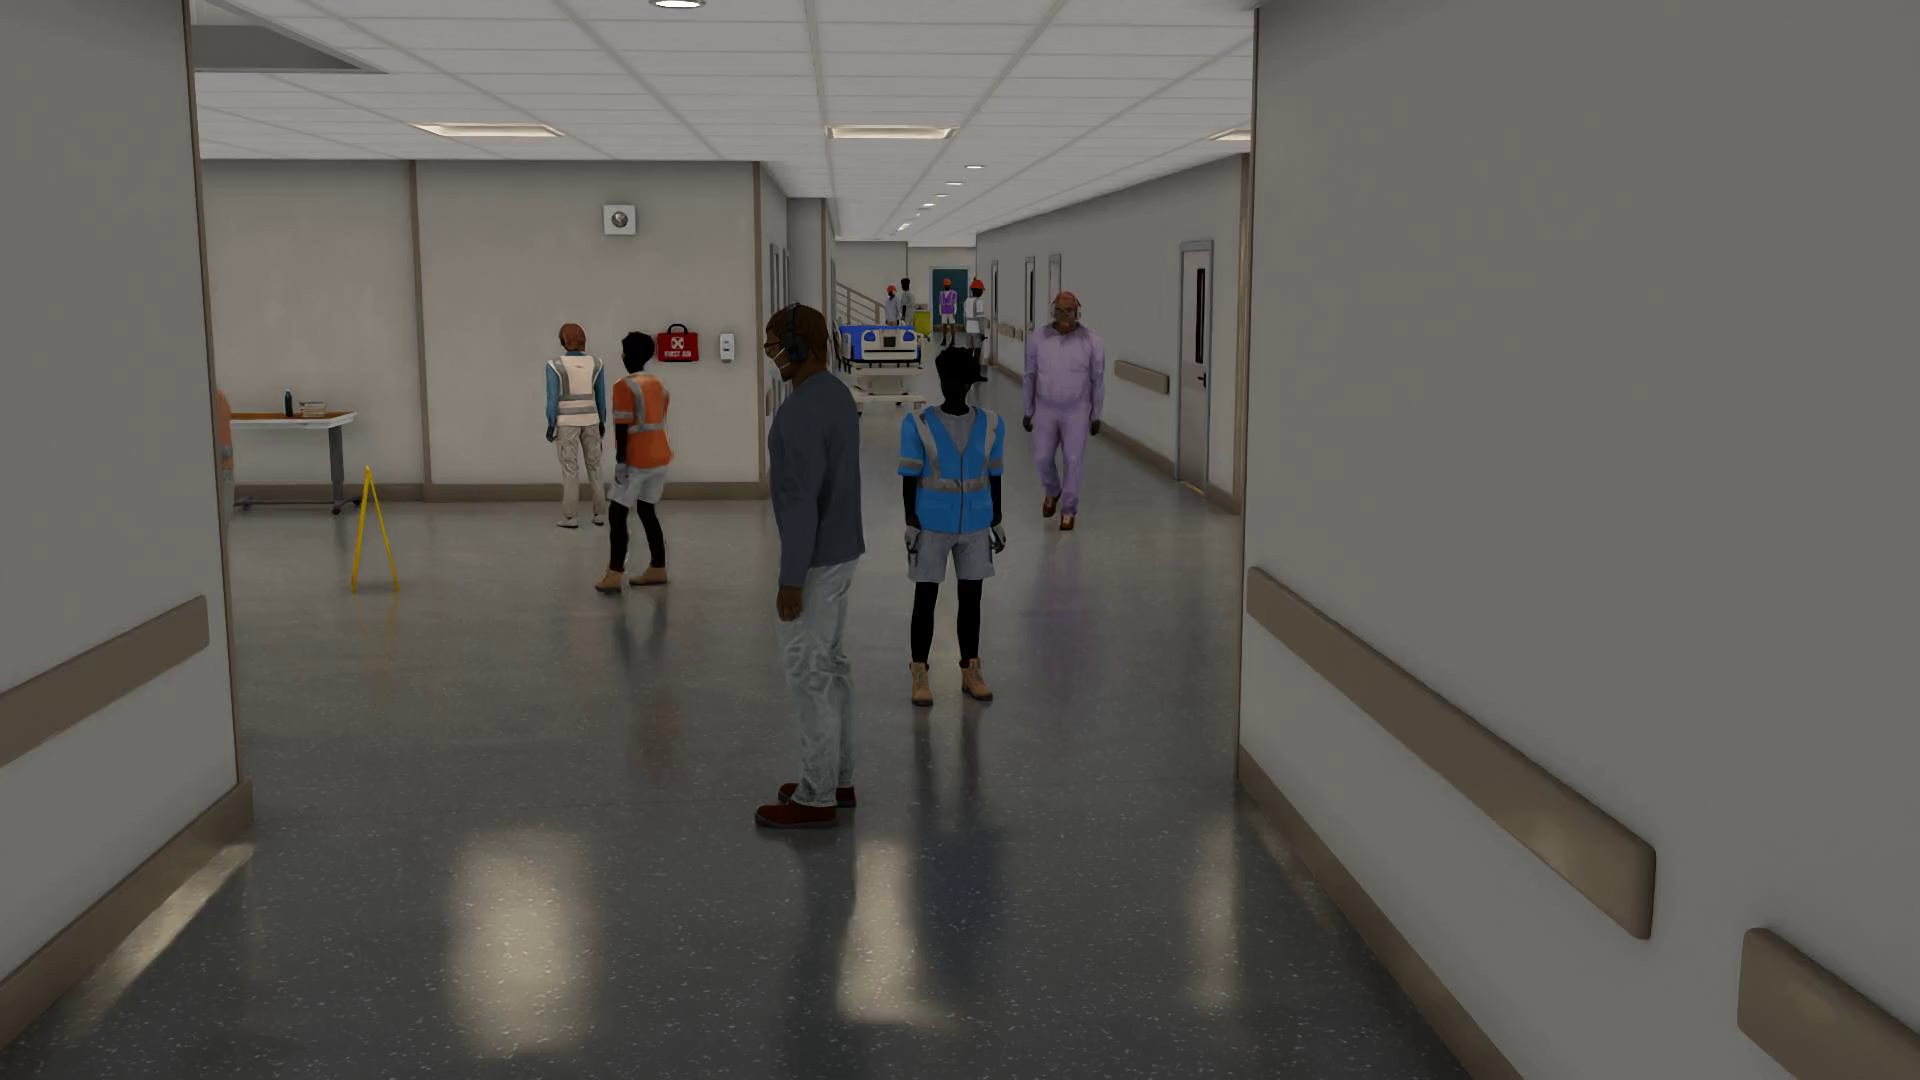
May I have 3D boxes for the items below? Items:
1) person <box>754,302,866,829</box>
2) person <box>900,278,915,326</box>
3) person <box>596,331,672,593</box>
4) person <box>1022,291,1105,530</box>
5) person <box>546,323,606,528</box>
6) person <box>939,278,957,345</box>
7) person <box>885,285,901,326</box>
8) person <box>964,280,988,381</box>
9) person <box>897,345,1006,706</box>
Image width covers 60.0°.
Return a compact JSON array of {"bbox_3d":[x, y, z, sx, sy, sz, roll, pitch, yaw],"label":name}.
[{"bbox_3d":[-0.546,0.093,6.143,0.386,1.928,0.641,1,9,7],"label":"person"},{"bbox_3d":[-1.380,-5.851,43.379,0.386,1.952,0.615,3,10,19],"label":"person"},{"bbox_3d":[-2.070,-0.499,10.671,0.354,1.664,0.641,4,10,21],"label":"person"},{"bbox_3d":[0.829,-1.039,13.325,0.663,1.894,0.514,2,9,10],"label":"person"},{"bbox_3d":[-3.077,-0.913,13.351,0.523,1.638,0.311,-7,12,-38],"label":"person"},{"bbox_3d":[-0.361,-6.561,47.914,0.541,1.931,0.376,3,10,20],"label":"person"},{"bbox_3d":[-1.803,-5.885,44.202,0.342,1.751,0.564,-8,12,-42],"label":"person"},{"bbox_3d":[0.308,-3.996,31.783,0.375,1.933,0.550,-6,11,-35],"label":"person"},{"bbox_3d":[-0.034,-0.068,7.861,0.531,1.697,0.322,-3,9,-17],"label":"person"}]
